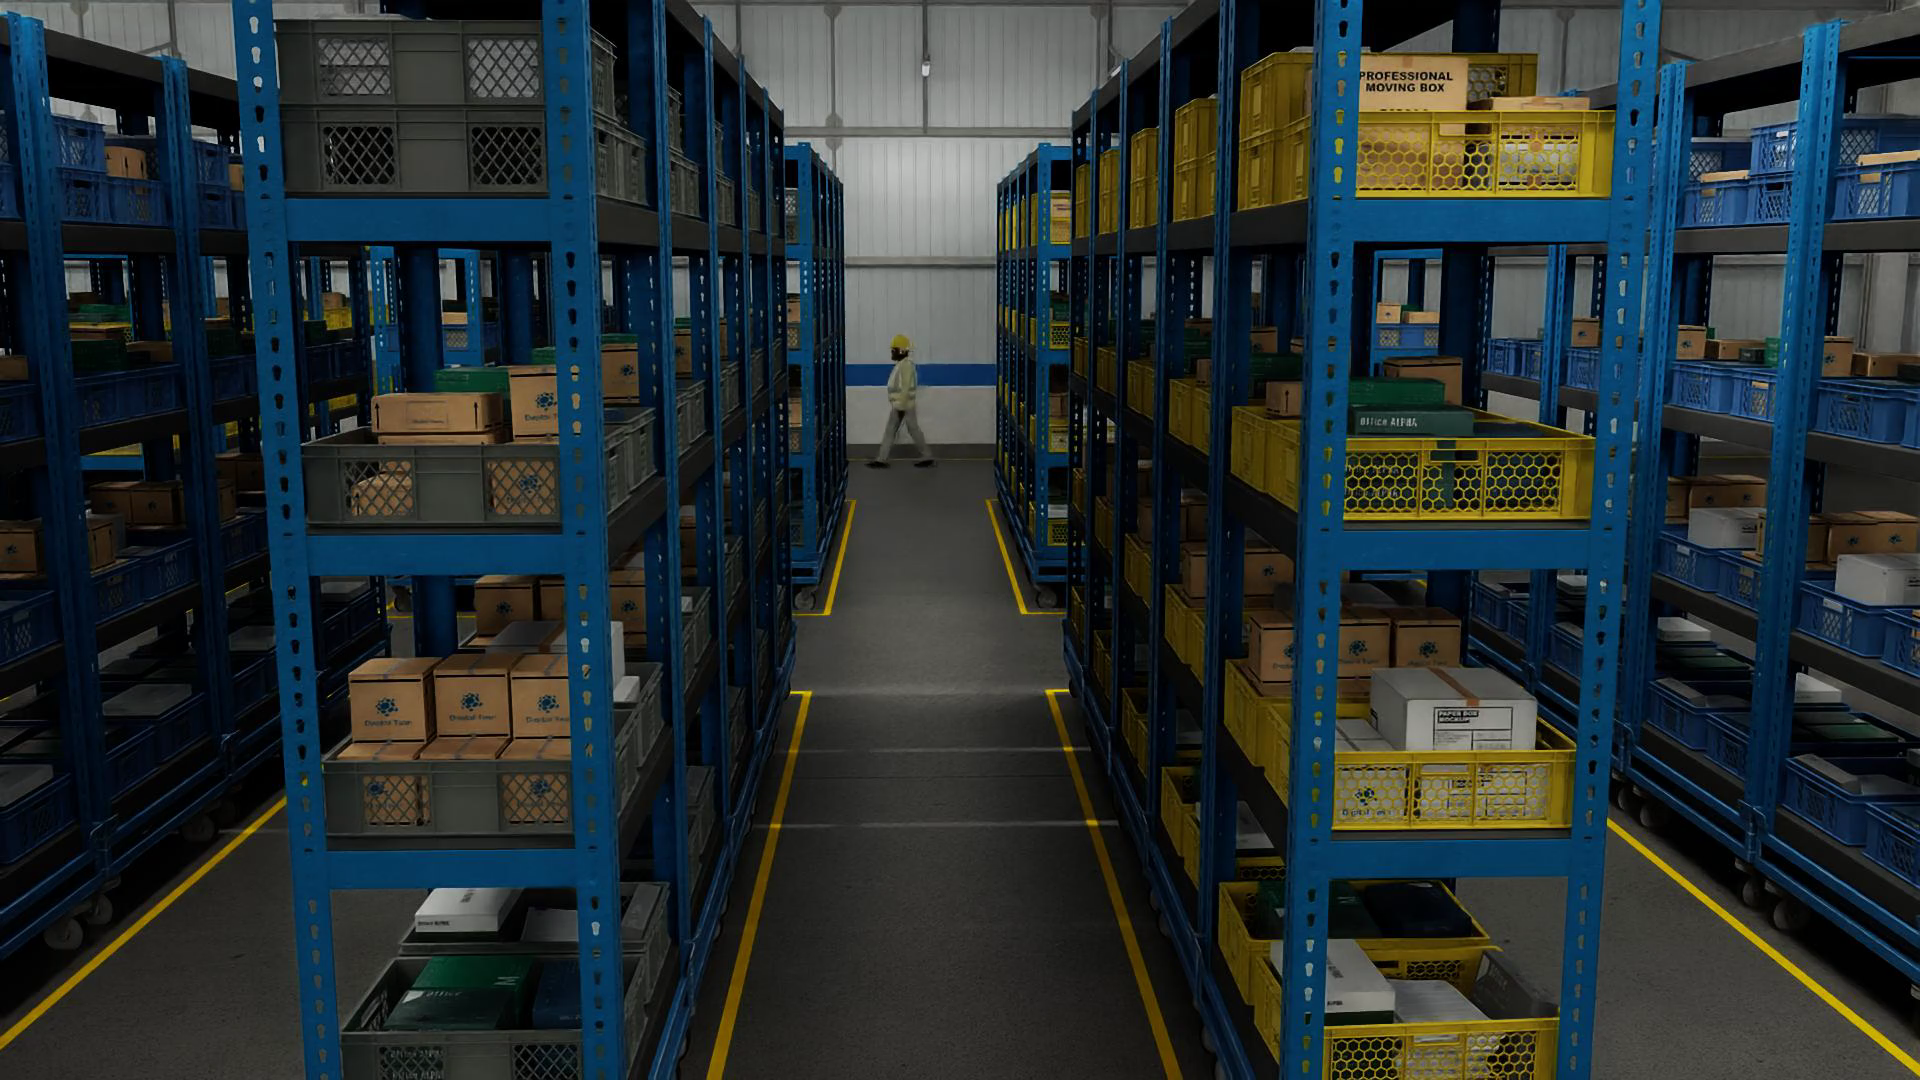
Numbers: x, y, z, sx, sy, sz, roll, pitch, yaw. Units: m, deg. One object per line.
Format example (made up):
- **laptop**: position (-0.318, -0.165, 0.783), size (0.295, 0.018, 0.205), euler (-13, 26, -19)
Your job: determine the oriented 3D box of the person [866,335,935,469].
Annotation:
- **person**: position (-0.756, -1.813, 21.981), size (0.915, 1.788, 0.607), euler (-2, 10, -14)
